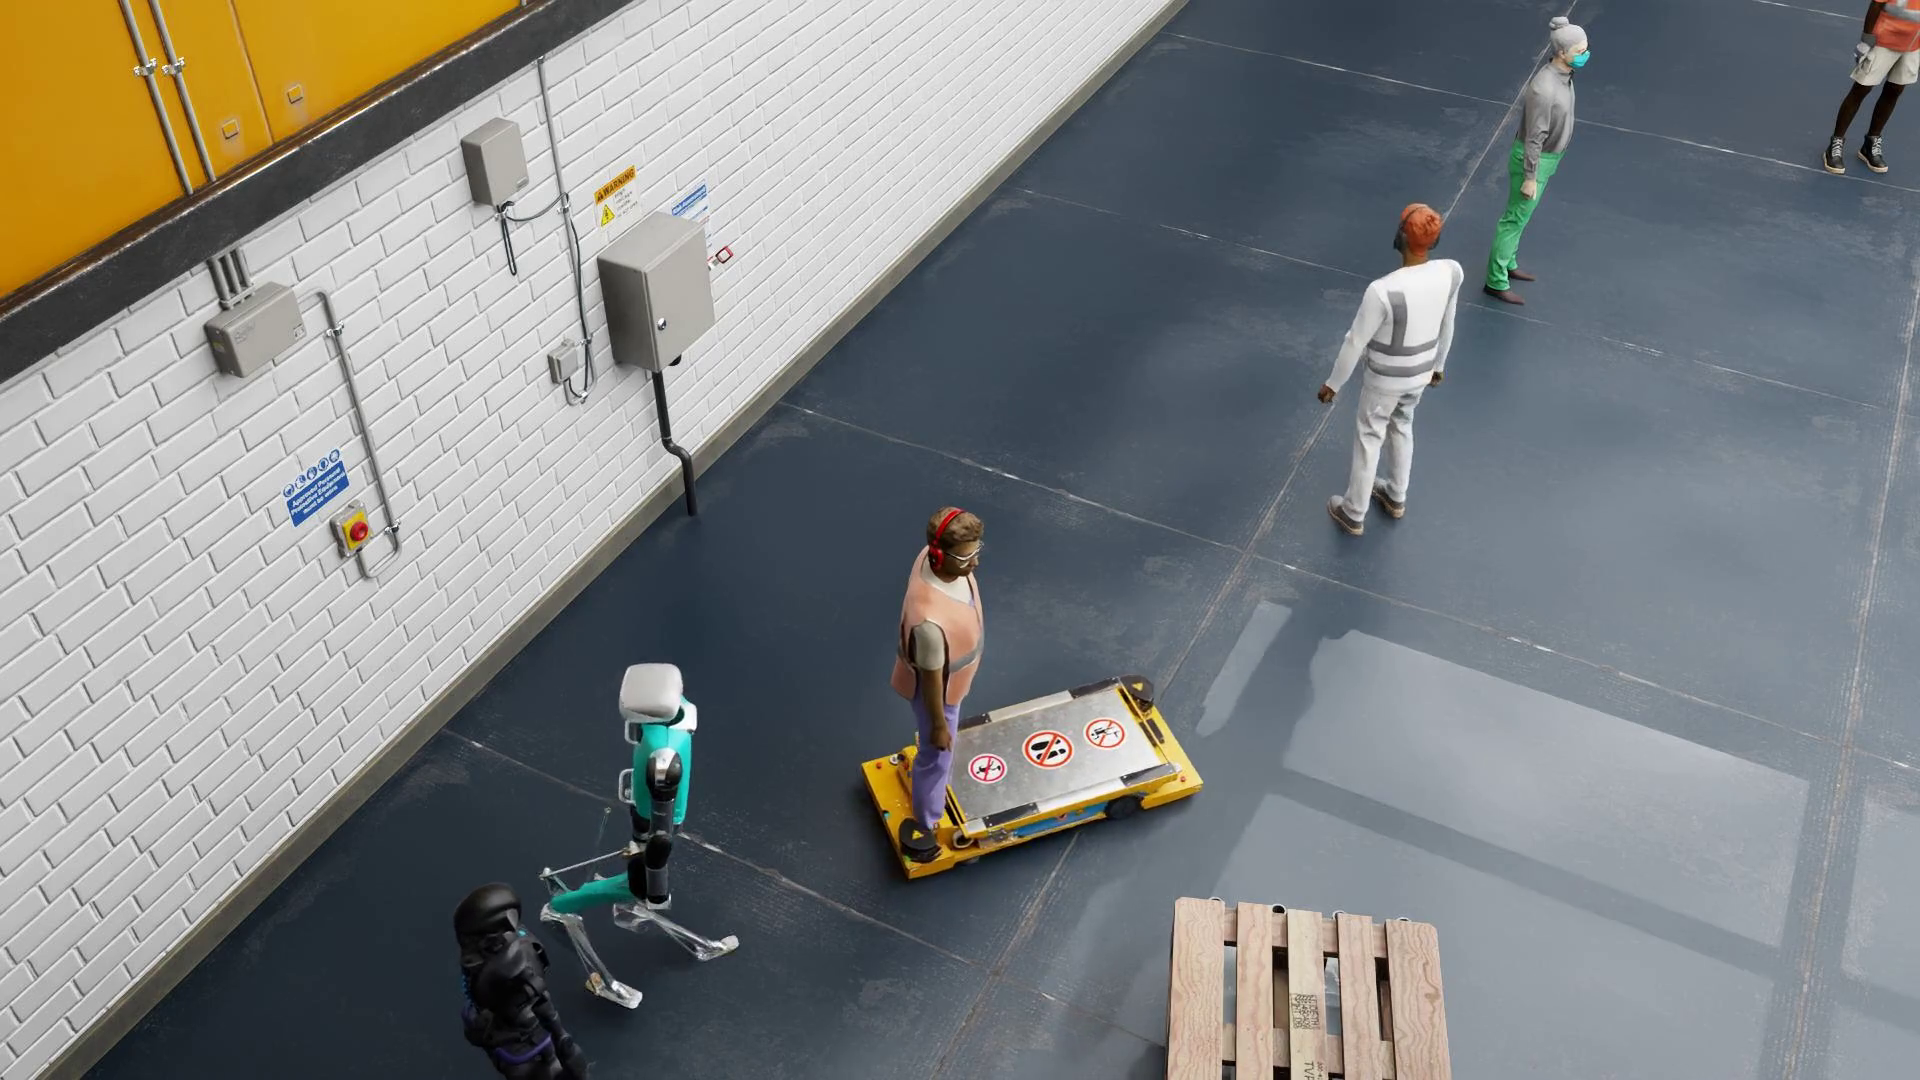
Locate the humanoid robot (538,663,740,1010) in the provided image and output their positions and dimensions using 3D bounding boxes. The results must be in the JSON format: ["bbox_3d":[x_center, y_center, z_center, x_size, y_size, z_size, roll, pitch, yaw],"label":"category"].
[{"bbox_3d":[-1.349,1.192,6.352,0.868,1.786,0.530,-5,41,-6],"label":"humanoid robot"}]

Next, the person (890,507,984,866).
[{"bbox_3d":[-0.082,0.592,6.947,0.395,1.841,0.563,5,41,6],"label":"person"}]

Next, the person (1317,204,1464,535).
[{"bbox_3d":[2.215,-0.844,8.583,0.696,1.880,0.355,-19,44,-20],"label":"person"}]

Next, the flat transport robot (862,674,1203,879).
[{"bbox_3d":[0.328,1.060,7.609,1.431,0.231,0.659,-14,43,-15],"label":"flat transport robot"}]

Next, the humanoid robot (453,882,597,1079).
[{"bbox_3d":[-1.474,1.702,5.784,0.588,1.656,0.409,30,49,30],"label":"humanoid robot"}]

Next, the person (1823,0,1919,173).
[{"bbox_3d":[6.568,-3.507,11.605,0.605,1.967,0.368,-2,41,-2],"label":"person"}]

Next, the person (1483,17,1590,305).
[{"bbox_3d":[3.609,-2.371,10.386,0.340,1.839,0.513,19,44,21],"label":"person"}]
